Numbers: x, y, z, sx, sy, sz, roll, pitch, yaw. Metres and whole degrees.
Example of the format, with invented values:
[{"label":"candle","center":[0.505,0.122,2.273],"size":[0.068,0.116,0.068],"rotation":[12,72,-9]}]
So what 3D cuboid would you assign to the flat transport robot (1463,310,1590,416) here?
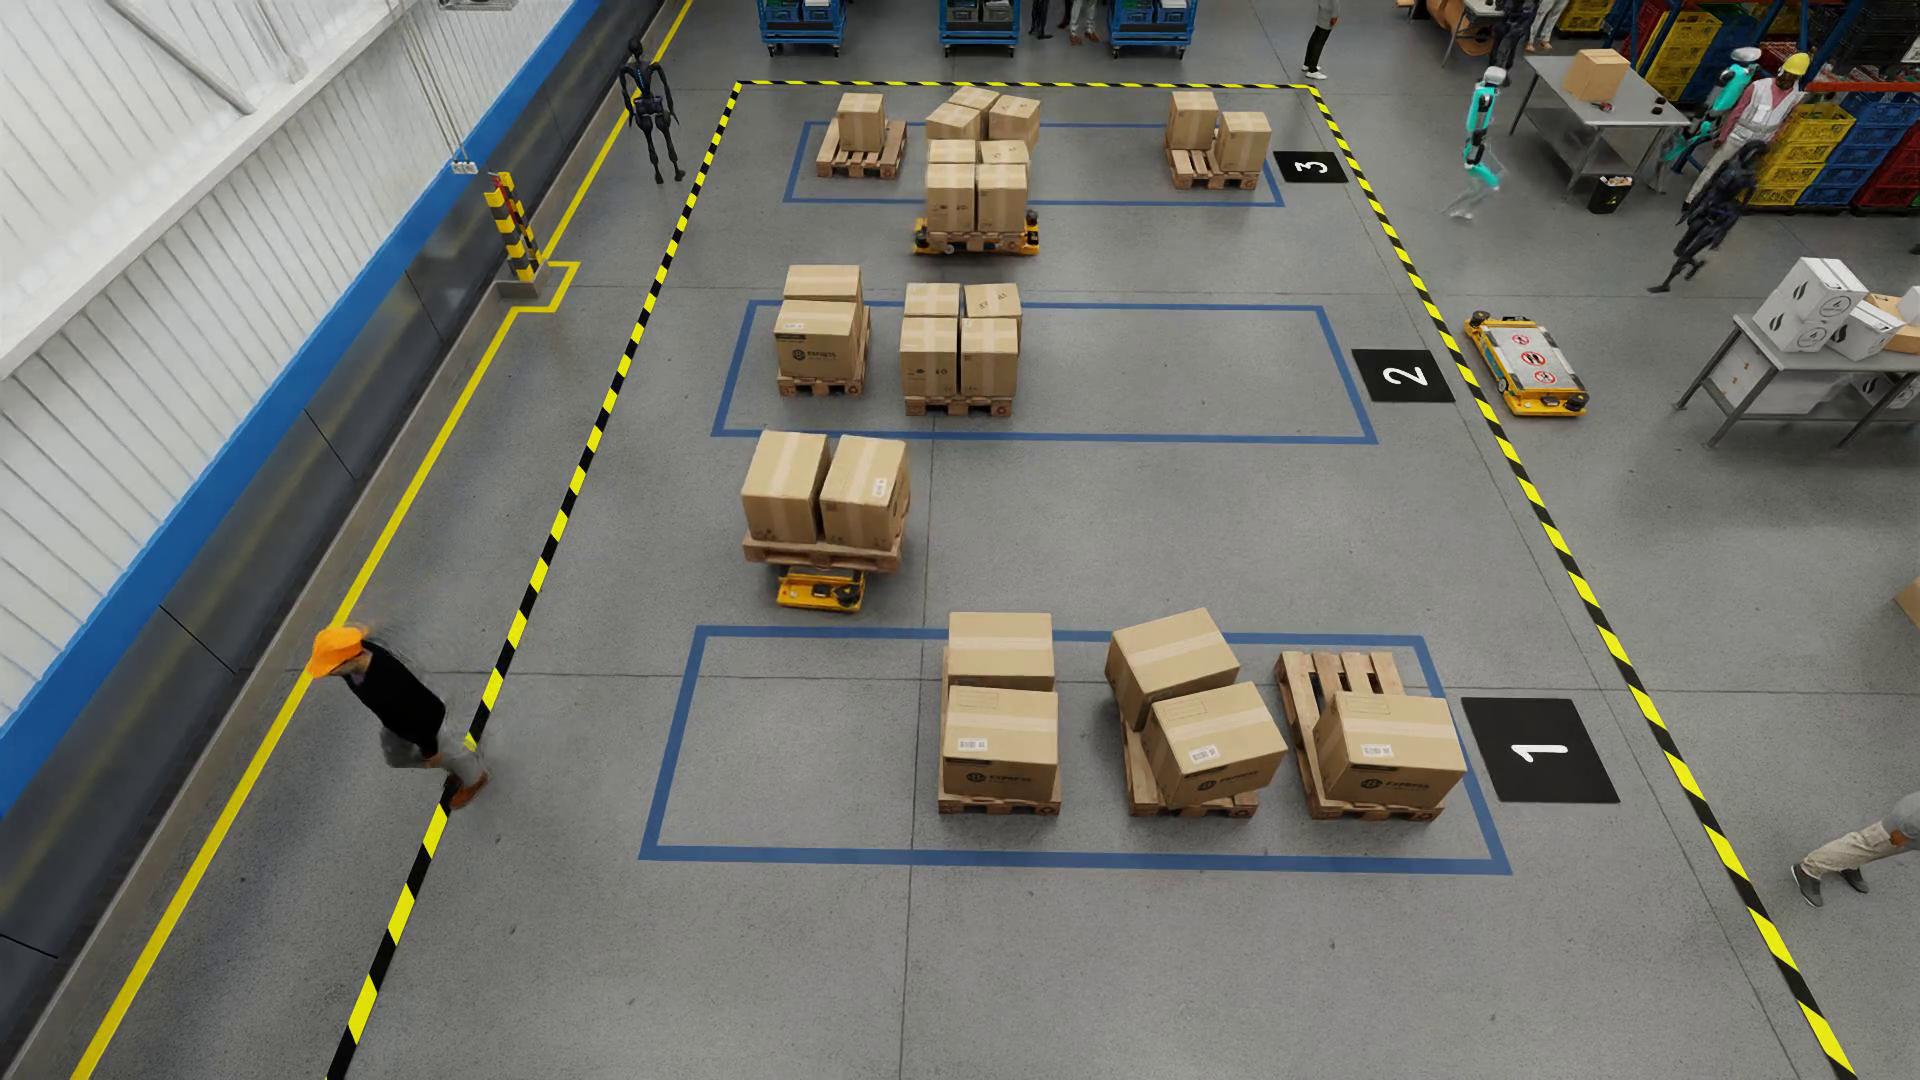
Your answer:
[{"label":"flat transport robot","center":[5.573,-1.757,9.054],"size":[0.659,0.231,1.431],"rotation":[1,49,1]}]

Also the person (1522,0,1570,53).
[{"label":"person","center":[9.047,-8.305,13.687],"size":[0.621,1.837,0.431],"rotation":[-10,50,-8]}]

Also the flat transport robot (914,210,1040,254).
[{"label":"flat transport robot","center":[0.198,-3.580,10.613],"size":[1.431,0.197,0.652],"rotation":[1,49,1]}]

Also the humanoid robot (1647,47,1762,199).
[{"label":"humanoid robot","center":[8.639,-4.895,10.847],"size":[0.552,1.863,0.699],"rotation":[-16,51,-14]}]

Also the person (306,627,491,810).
[{"label":"person","center":[-3.333,1.110,5.512],"size":[0.613,1.870,0.438],"rotation":[26,54,21]}]

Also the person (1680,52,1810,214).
[{"label":"person","center":[8.998,-4.595,10.473],"size":[0.589,1.836,0.404],"rotation":[11,50,10]}]

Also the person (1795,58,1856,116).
[{"label":"person","center":[10.921,-5.842,11.543],"size":[0.903,1.851,0.586],"rotation":[2,49,2]}]

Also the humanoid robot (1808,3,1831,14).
[{"label":"humanoid robot","center":[12.816,-8.191,13.709],"size":[0.704,1.633,0.610],"rotation":[-20,52,-17]}]

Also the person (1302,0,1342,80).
[{"label":"person","center":[5.288,-7.590,13.055],"size":[0.368,1.852,0.589],"rotation":[1,49,1]}]

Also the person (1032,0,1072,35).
[{"label":"person","center":[1.524,-8.818,14.089],"size":[0.655,1.901,0.756],"rotation":[13,50,11]}]

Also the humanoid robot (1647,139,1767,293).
[{"label":"humanoid robot","center":[7.848,-3.312,9.482],"size":[0.610,1.640,0.600],"rotation":[-6,49,-5]}]

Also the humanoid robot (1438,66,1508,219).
[{"label":"humanoid robot","center":[5.944,-4.357,10.357],"size":[0.787,1.814,0.557],"rotation":[14,51,12]}]

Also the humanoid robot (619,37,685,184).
[{"label":"humanoid robot","center":[-3.737,-5.169,11.066],"size":[0.599,1.657,0.315],"rotation":[-7,50,-6]}]

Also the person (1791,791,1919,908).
[{"label":"person","center":[5.512,1.586,5.169],"size":[0.571,1.764,0.403],"rotation":[-10,50,-8]}]

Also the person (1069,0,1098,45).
[{"label":"person","center":[1.974,-8.563,13.853],"size":[0.651,1.929,0.364],"rotation":[-15,51,-13]}]

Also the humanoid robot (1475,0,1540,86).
[{"label":"humanoid robot","center":[7.800,-7.298,12.920],"size":[0.609,1.637,0.421],"rotation":[34,57,26]}]

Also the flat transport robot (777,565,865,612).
[{"label":"flat transport robot","center":[-1.043,-0.055,7.562],"size":[0.652,0.197,1.431],"rotation":[4,49,4]}]

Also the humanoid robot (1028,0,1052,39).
[{"label":"humanoid robot","center":[1.281,-8.664,14.091],"size":[0.315,1.657,0.599],"rotation":[-23,53,-19]}]

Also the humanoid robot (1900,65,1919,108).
[{"label":"humanoid robot","center":[12.486,-6.011,11.739],"size":[0.718,1.749,0.530],"rotation":[-20,52,-16]}]

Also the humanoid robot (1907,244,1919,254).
[{"label":"humanoid robot","center":[11.093,-3.912,9.984],"size":[0.480,1.640,0.587],"rotation":[6,49,5]}]
